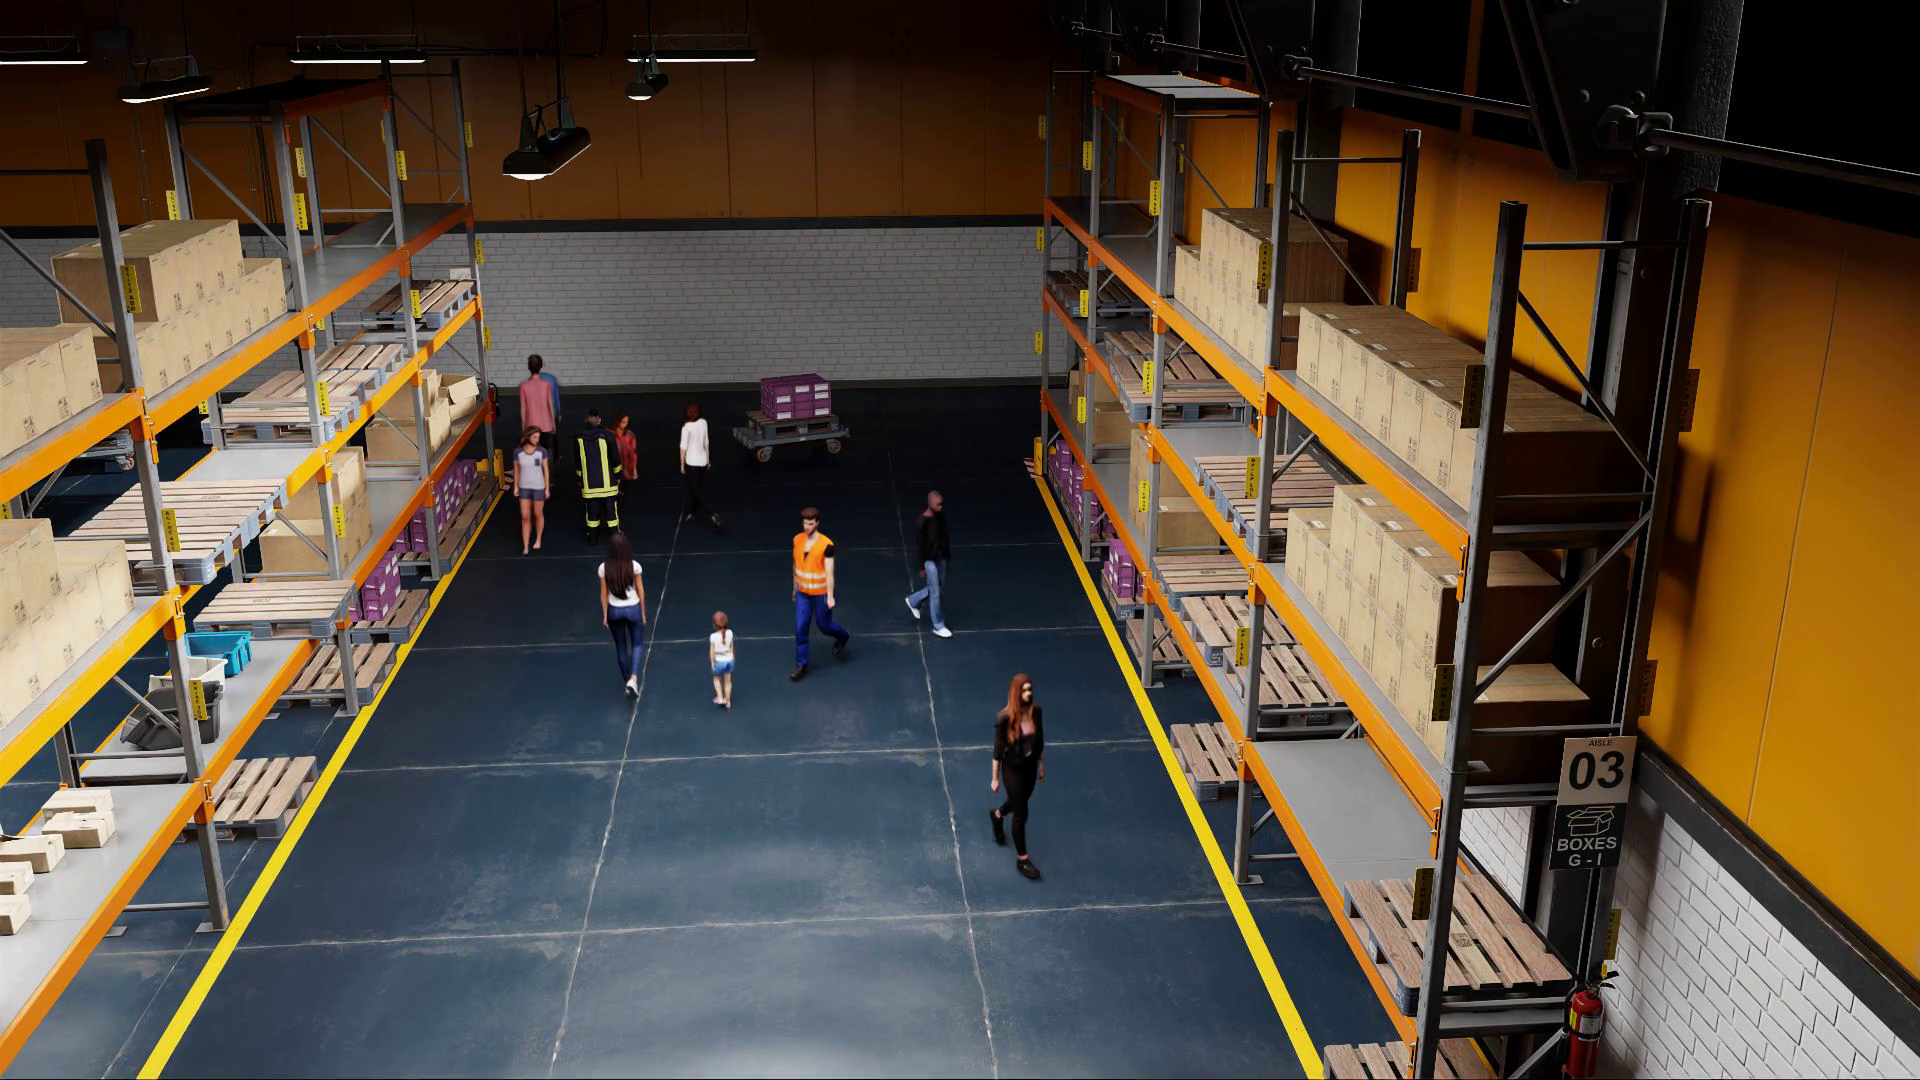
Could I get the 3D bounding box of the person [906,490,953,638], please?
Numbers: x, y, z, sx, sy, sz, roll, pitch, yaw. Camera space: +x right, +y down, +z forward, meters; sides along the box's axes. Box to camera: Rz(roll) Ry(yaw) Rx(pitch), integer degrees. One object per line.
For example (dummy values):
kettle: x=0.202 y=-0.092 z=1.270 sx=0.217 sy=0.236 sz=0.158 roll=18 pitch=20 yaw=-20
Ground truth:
person: x=-0.365 y=0.236 z=18.543 sx=1.055 sy=1.719 sz=0.982 roll=15 pitch=24 yaw=37

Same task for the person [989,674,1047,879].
person: x=0.438 y=1.873 z=13.737 sx=0.950 sy=1.684 sz=1.184 roll=-11 pitch=22 yaw=-30

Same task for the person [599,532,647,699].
person: x=-3.393 y=0.801 z=16.797 sx=0.583 sy=1.762 sz=0.868 roll=-2 pitch=19 yaw=-5

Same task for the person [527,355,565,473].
person: x=-6.128 y=-1.833 z=24.574 sx=0.992 sy=1.790 sz=1.068 roll=-15 pitch=24 yaw=-38

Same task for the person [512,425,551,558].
person: x=-5.453 y=-0.663 z=21.268 sx=0.650 sy=1.684 sz=0.965 roll=-2 pitch=19 yaw=-5

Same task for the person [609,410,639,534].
person: x=-4.549 y=-0.909 z=22.024 sx=0.847 sy=1.668 sz=0.918 roll=-11 pitch=22 yaw=-30

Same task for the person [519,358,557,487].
person: x=-5.981 y=-1.598 z=23.638 sx=0.690 sy=1.943 sz=0.752 roll=-5 pitch=19 yaw=-15

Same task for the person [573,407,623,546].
person: x=-4.678 y=-0.839 z=21.515 sx=0.748 sy=1.859 sz=0.684 roll=0 pitch=19 yaw=-1

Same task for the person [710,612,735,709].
person: x=-2.372 y=1.220 z=16.728 sx=0.488 sy=1.012 sz=0.515 roll=-9 pitch=21 yaw=-25

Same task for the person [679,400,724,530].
person: x=-3.431 y=-0.960 z=22.016 sx=1.125 sy=1.769 sz=1.063 roll=15 pitch=24 yaw=37

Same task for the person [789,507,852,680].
person: x=-1.470 y=0.518 z=17.502 sx=1.112 sy=1.848 sz=1.243 roll=12 pitch=22 yaw=32
